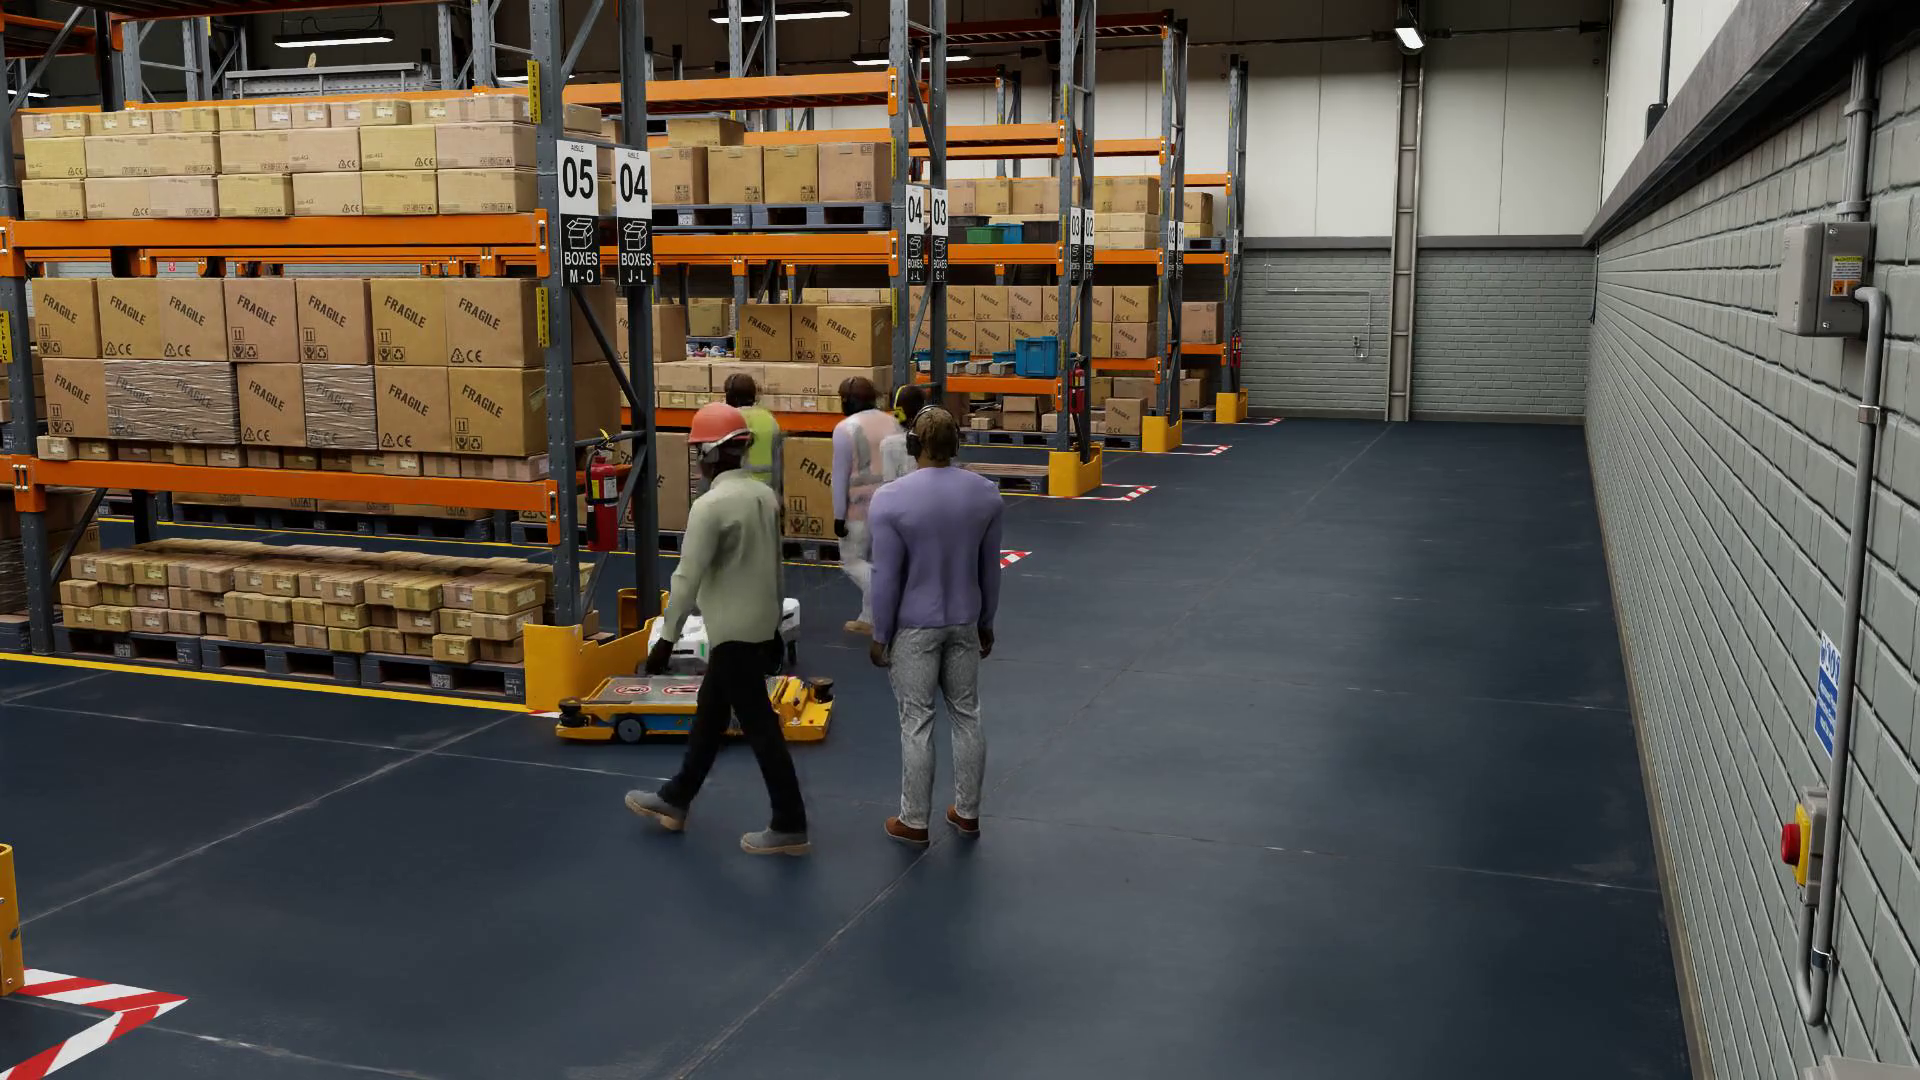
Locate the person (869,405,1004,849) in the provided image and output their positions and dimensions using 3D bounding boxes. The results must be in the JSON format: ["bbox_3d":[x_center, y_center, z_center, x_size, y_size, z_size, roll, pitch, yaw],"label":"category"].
[{"bbox_3d":[-0.112,0.379,7.277,0.631,1.939,0.369,-5,10,-27],"label":"person"}]

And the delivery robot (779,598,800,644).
[{"bbox_3d":[-1.278,0.519,10.411,0.477,0.478,0.707,3,10,19],"label":"delivery robot"}]

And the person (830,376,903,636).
[{"bbox_3d":[-0.586,-0.203,11.286,0.612,1.818,0.649,7,12,38],"label":"person"}]

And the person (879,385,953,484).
[{"bbox_3d":[-0.253,-0.086,10.603,0.556,1.803,1.025,-3,9,-16],"label":"person"}]

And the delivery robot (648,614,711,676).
[{"bbox_3d":[-1.653,0.614,9.820,0.477,0.478,0.707,-1,9,-7],"label":"delivery robot"}]

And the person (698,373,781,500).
[{"bbox_3d":[-1.562,-0.295,11.943,0.952,1.802,0.632,6,11,32],"label":"person"}]

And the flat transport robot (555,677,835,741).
[{"bbox_3d":[-1.429,0.913,9.127,1.431,0.197,0.652,0,9,1],"label":"flat transport robot"}]

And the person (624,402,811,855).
[{"bbox_3d":[-1.090,0.387,7.192,1.009,1.937,0.614,2,9,14],"label":"person"}]
